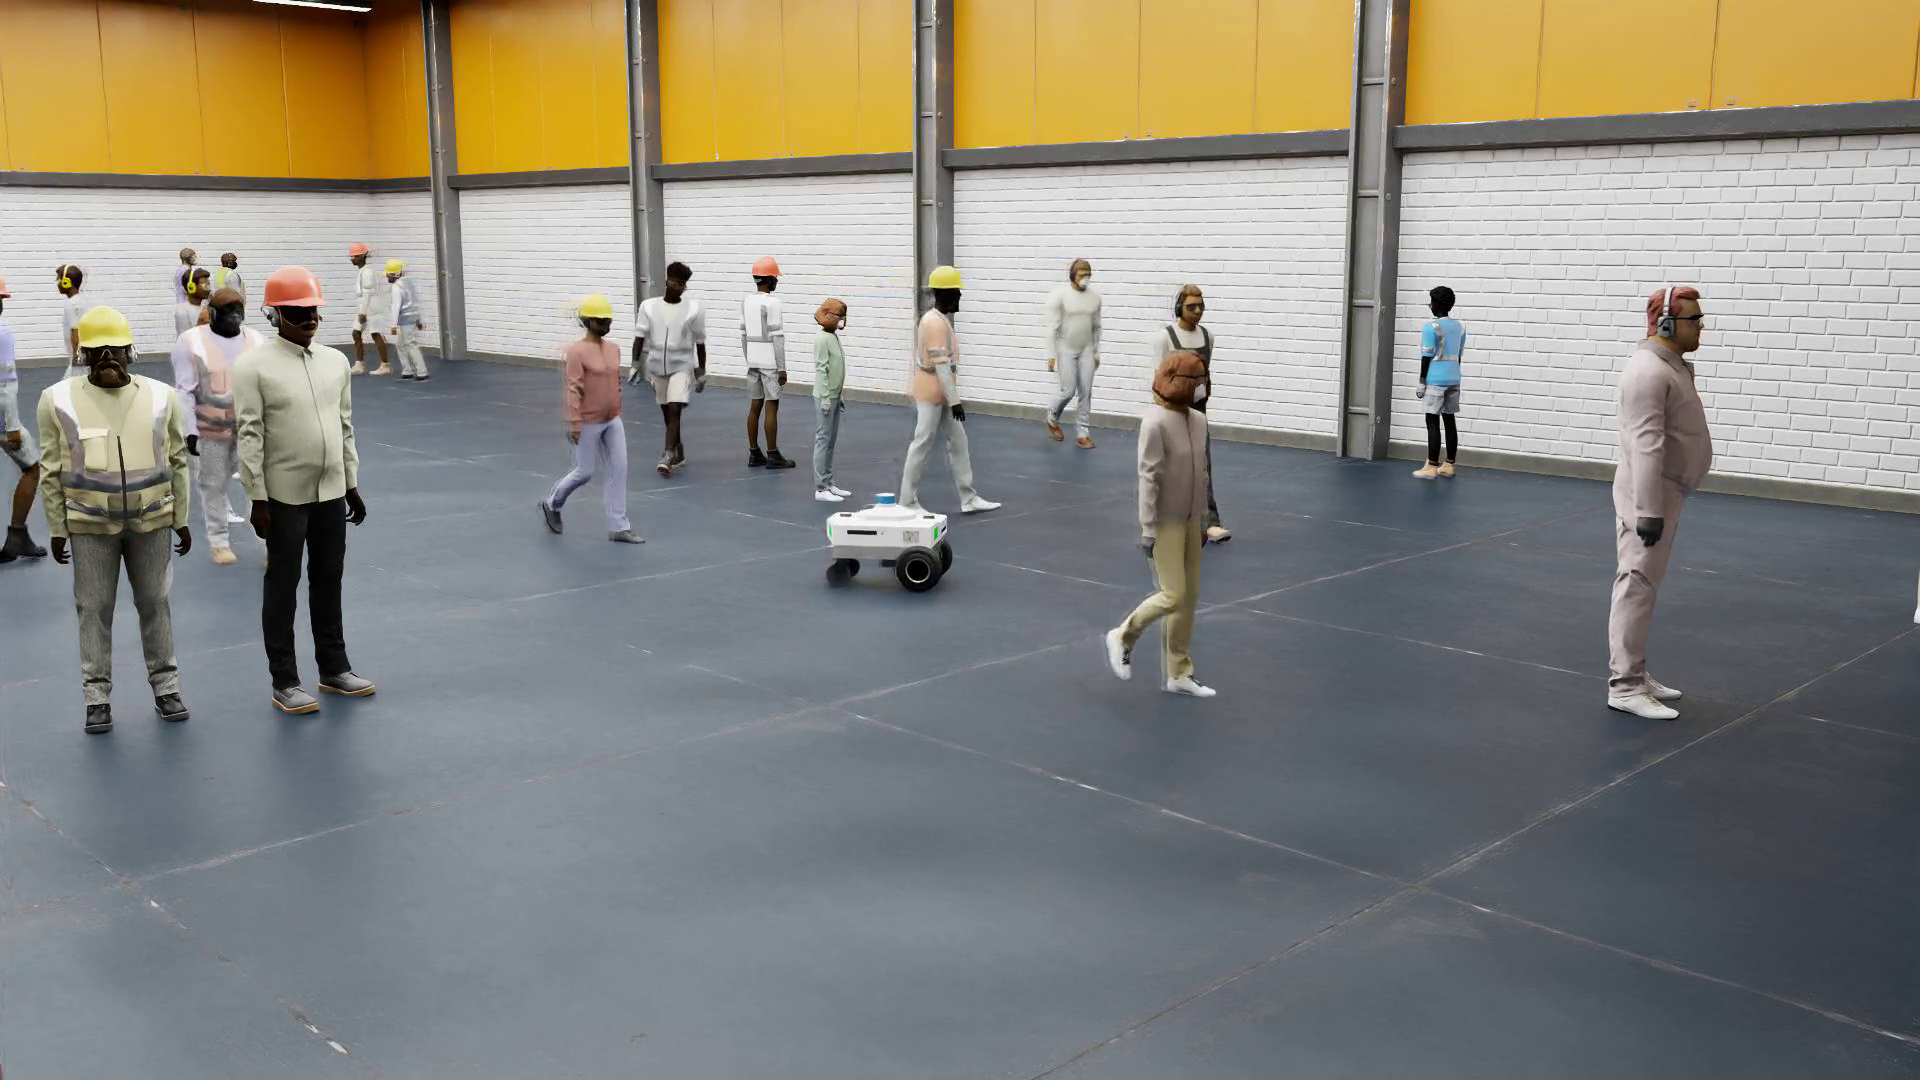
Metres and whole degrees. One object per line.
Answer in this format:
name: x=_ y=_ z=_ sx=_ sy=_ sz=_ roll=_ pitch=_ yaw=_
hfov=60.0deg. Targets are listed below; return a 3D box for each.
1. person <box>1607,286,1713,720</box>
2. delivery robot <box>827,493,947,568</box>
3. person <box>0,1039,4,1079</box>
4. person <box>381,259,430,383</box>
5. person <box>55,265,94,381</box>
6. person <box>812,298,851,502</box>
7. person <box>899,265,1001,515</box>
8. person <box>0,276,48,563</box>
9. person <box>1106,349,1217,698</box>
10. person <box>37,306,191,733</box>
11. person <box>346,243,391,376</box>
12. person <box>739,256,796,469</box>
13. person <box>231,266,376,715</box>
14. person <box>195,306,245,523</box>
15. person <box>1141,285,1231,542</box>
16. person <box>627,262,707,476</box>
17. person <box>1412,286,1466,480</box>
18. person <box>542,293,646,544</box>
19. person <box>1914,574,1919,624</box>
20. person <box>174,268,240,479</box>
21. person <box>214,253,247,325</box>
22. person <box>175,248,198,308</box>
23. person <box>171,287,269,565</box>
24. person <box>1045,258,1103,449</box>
person: x=3.133 y=-0.173 z=7.450 sx=0.404 sy=1.910 sz=0.636 roll=5 pitch=12 yaw=27
delivery robot: x=-0.447 y=-0.043 z=10.175 sx=0.707 sy=0.478 sz=0.477 roll=2 pitch=10 yaw=9
person: x=-1.540 y=0.869 z=2.221 sx=0.517 sy=1.742 sz=0.745 roll=-3 pitch=11 yaw=-18
person: x=-8.016 y=-3.155 z=24.026 sx=0.668 sy=1.785 sz=0.611 roll=-1 pitch=10 yaw=-5
person: x=-8.413 y=-1.668 z=15.754 sx=0.696 sy=1.845 sz=0.572 roll=-1 pitch=10 yaw=-3
person: x=-1.042 y=-1.135 z=13.446 sx=0.279 sy=1.633 sz=0.498 roll=2 pitch=11 yaw=9
person: x=-0.074 y=-1.087 z=12.445 sx=0.892 sy=1.894 sz=0.588 roll=1 pitch=10 yaw=4
person: x=-6.249 y=-0.790 z=10.789 sx=0.561 sy=1.912 sz=0.607 roll=4 pitch=11 yaw=19
person: x=0.958 y=-0.074 z=7.676 sx=0.450 sy=1.619 sz=0.522 roll=9 pitch=13 yaw=39
person: x=-3.643 y=-0.092 z=7.214 sx=0.588 sy=1.833 sz=0.404 roll=-7 pitch=13 yaw=-34
person: x=-9.072 y=-3.478 z=25.208 sx=0.816 sy=2.010 sz=0.613 roll=-6 pitch=12 yaw=-31
person: x=-1.771 y=-1.619 z=15.250 sx=0.362 sy=1.939 sz=0.543 roll=-10 pitch=15 yaw=-44
person: x=-2.961 y=-0.229 z=7.520 sx=0.380 sy=1.995 sz=0.611 roll=6 pitch=12 yaw=28
person: x=-5.502 y=-0.930 z=12.367 sx=0.393 sy=1.620 sz=0.526 roll=3 pitch=11 yaw=14
person: x=1.568 y=-0.896 z=11.731 sx=0.526 sy=1.791 sz=0.985 roll=-5 pitch=11 yaw=-24
person: x=-2.607 y=-1.536 z=14.935 sx=0.640 sy=1.895 sz=1.025 roll=1 pitch=10 yaw=7
person: x=4.222 y=-1.380 z=14.627 sx=0.529 sy=1.691 sz=0.318 roll=-8 pitch=13 yaw=-38
person: x=-2.578 y=-0.844 z=11.577 sx=0.755 sy=1.740 sz=0.532 roll=6 pitch=12 yaw=30
person: x=5.473 y=-0.444 z=9.032 sx=0.532 sy=1.871 sz=0.319 roll=-8 pitch=13 yaw=-37
person: x=-6.661 y=-1.436 z=14.475 sx=0.669 sy=1.851 sz=0.540 roll=0 pitch=10 yaw=1
person: x=-11.983 y=-3.799 z=27.401 sx=0.622 sy=1.845 sz=0.429 roll=8 pitch=13 yaw=36
person: x=-11.884 y=-3.530 z=25.671 sx=0.379 sy=1.940 sz=0.629 roll=-8 pitch=13 yaw=-37
person: x=-4.627 y=-0.692 z=10.577 sx=0.637 sy=1.794 sz=0.935 roll=-8 pitch=13 yaw=-37
person: x=1.126 y=-1.872 z=16.696 sx=0.662 sy=1.911 sz=0.569 roll=-5 pitch=11 yaw=-24
